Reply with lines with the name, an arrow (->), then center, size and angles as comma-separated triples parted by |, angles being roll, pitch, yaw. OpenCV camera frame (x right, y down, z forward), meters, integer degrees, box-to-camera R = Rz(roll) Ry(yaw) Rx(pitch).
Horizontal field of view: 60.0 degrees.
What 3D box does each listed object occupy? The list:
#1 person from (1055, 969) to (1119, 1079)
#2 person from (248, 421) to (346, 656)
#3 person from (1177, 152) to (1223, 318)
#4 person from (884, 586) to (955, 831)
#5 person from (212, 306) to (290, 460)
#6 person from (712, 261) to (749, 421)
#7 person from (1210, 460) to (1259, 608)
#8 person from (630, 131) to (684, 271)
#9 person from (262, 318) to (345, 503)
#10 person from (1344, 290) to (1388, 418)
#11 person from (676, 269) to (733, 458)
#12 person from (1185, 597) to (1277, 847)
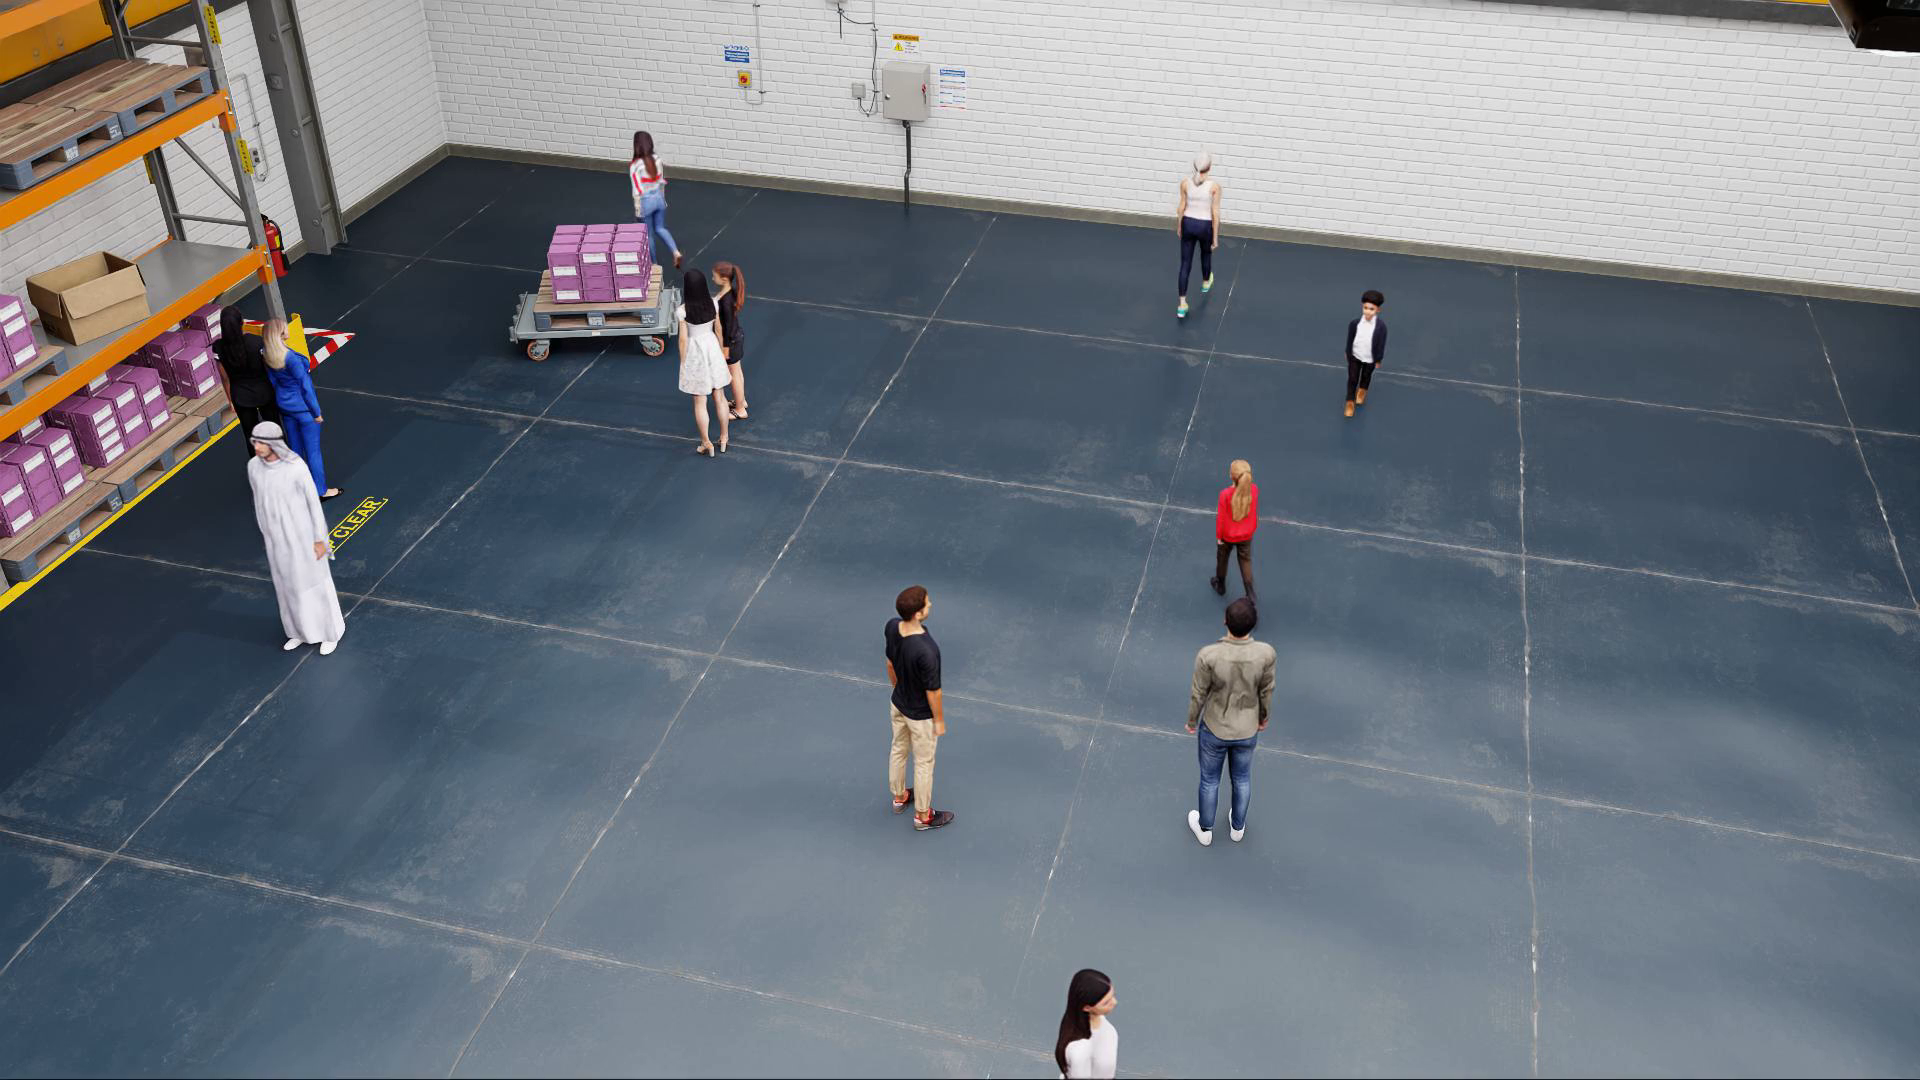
person -> 0.588, 2.759, 8.177 | 0.671, 1.807, 0.470 | 7, 34, 10
person -> -4.914, -0.034, 12.273 | 0.687, 1.925, 0.625 | 8, 34, 11
person -> 2.412, -3.115, 17.149 | 0.655, 1.656, 1.138 | 10, 35, 15
person -> -0.293, 1.066, 10.677 | 0.730, 1.859, 0.717 | -24, 41, -32
person -> -6.039, -1.219, 14.233 | 0.713, 1.729, 0.742 | -9, 35, -13
person -> -2.120, -1.859, 15.351 | 0.662, 1.556, 0.568 | -1, 34, -1
person -> 2.163, -0.027, 12.857 | 0.708, 1.267, 0.904 | -6, 34, -9
person -> -3.289, -3.618, 17.954 | 0.873, 1.604, 0.887 | 26, 41, 33
person -> -5.621, -1.107, 14.089 | 0.685, 1.701, 0.649 | 19, 38, 26
person -> 3.792, -1.773, 15.548 | 0.555, 1.195, 0.851 | 12, 35, 17
person -> -2.277, -1.569, 14.718 | 0.772, 1.773, 0.836 | -19, 38, -26
person -> 1.699, 1.169, 10.516 | 0.779, 1.864, 0.720 | -4, 34, -5
